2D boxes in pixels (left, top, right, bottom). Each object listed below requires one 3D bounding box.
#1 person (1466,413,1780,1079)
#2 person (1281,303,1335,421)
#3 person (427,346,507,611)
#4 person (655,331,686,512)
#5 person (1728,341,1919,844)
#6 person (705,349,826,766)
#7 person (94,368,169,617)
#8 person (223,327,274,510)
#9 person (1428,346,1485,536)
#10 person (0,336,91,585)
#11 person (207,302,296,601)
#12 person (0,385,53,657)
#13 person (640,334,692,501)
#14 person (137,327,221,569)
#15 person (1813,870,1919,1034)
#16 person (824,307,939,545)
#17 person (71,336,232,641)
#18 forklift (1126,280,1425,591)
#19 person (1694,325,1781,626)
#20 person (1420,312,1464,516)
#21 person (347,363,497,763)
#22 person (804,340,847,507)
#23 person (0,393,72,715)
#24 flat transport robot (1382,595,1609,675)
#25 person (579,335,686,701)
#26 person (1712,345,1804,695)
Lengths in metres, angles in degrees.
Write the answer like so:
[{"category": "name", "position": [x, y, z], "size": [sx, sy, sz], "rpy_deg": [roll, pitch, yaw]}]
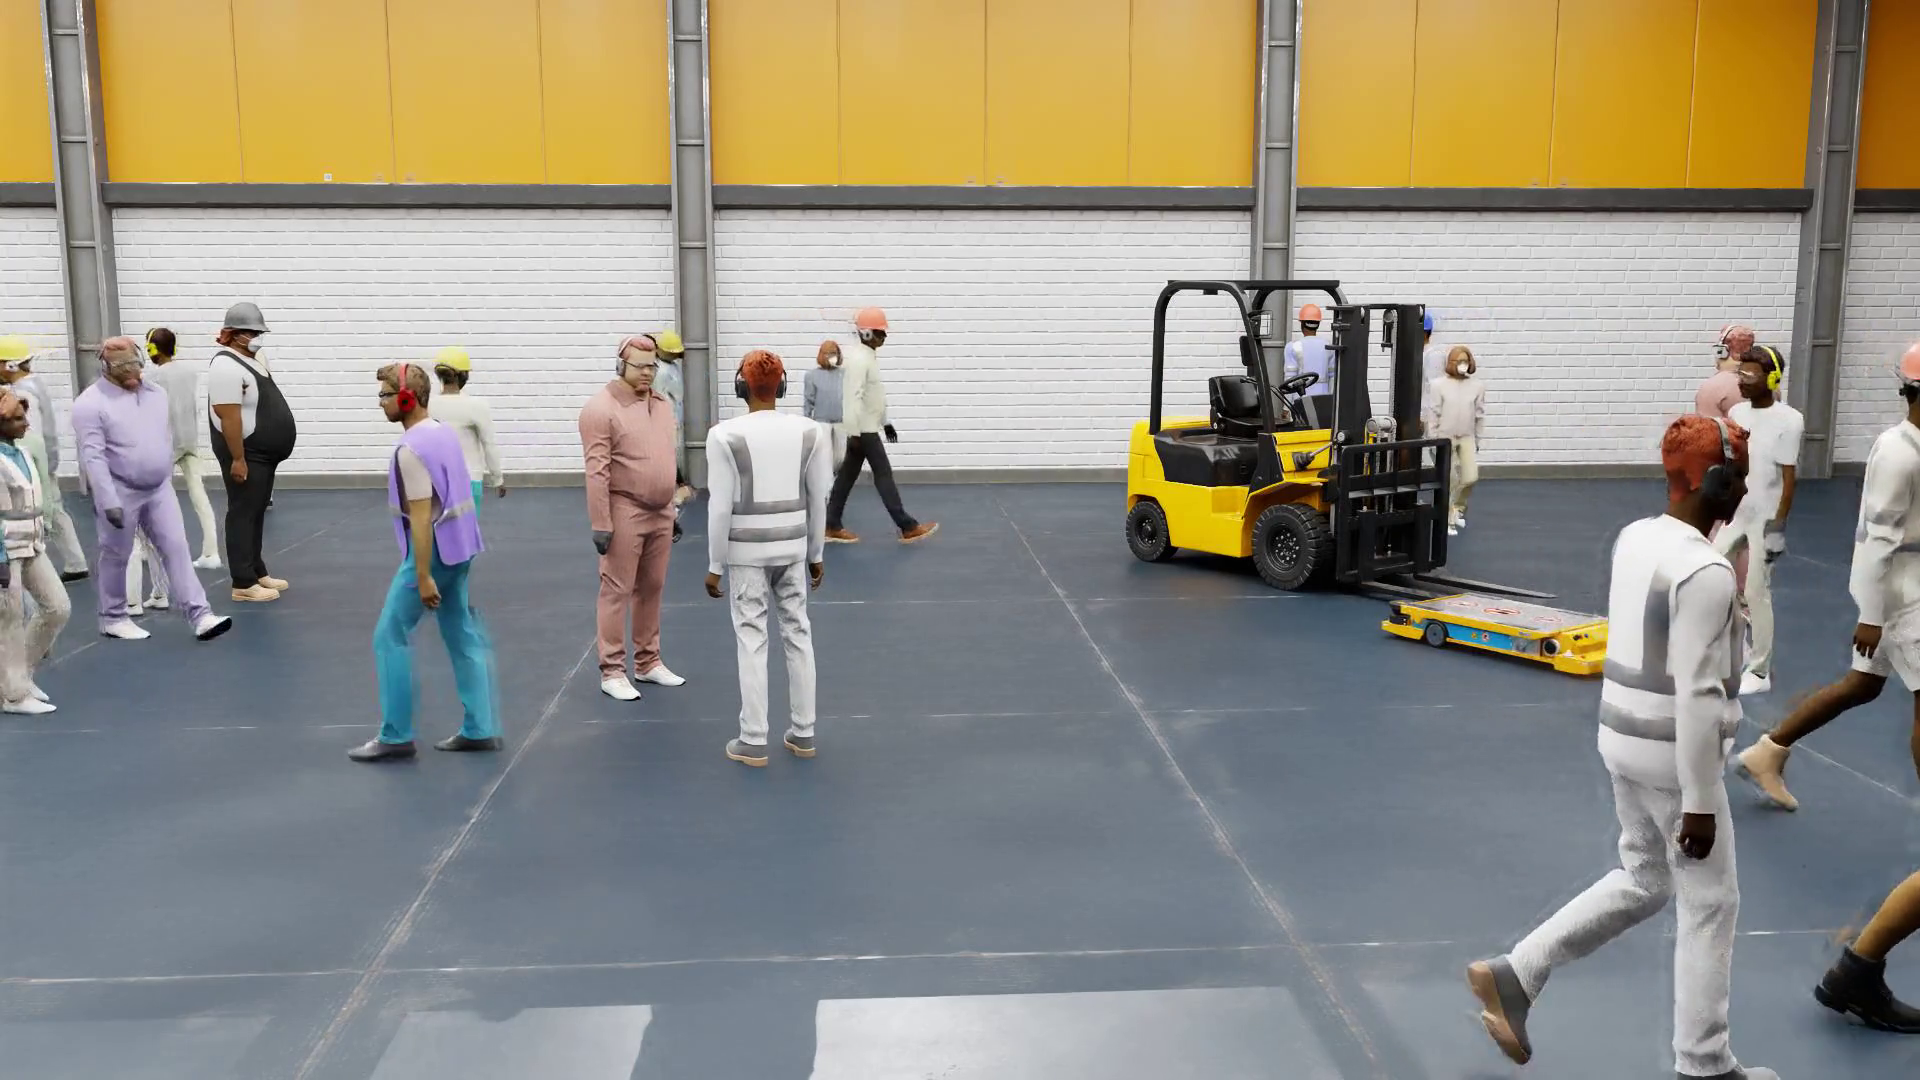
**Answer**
[{"category": "person", "position": [1.820, 0.587, 4.458], "size": [0.748, 1.861, 0.585], "rpy_deg": [0, 9, 0]}, {"category": "person", "position": [3.418, -1.351, 16.365], "size": [0.547, 1.938, 0.379], "rpy_deg": [-2, 9, -11]}, {"category": "person", "position": [-3.278, -0.395, 10.962], "size": [0.532, 1.751, 0.534], "rpy_deg": [3, 9, 16]}, {"category": "person", "position": [-2.711, -1.104, 15.555], "size": [0.385, 1.697, 0.639], "rpy_deg": [0, 9, 0]}, {"category": "person", "position": [3.598, 0.189, 6.525], "size": [1.011, 2.008, 0.624], "rpy_deg": [7, 11, 37]}, {"category": "person", "position": [-0.877, 0.080, 7.547], "size": [0.585, 1.882, 0.337], "rpy_deg": [-6, 11, -31]}, {"category": "person", "position": [-5.389, -0.317, 10.801], "size": [0.310, 1.642, 0.514], "rpy_deg": [3, 10, 19]}, {"category": "person", "position": [-6.657, -1.155, 15.471], "size": [0.403, 1.828, 0.596], "rpy_deg": [2, 9, 12]}, {"category": "person", "position": [4.228, -0.845, 14.188], "size": [0.505, 1.622, 0.378], "rpy_deg": [0, 9, -1]}, {"category": "person", "position": [-6.603, -0.527, 11.668], "size": [0.866, 1.791, 0.603], "rpy_deg": [-4, 10, -21]}, {"category": "person", "position": [-4.835, -0.613, 11.410], "size": [0.537, 2.000, 0.688], "rpy_deg": [-2, 9, -11]}, {"category": "person", "position": [-5.403, -0.084, 9.400], "size": [0.509, 1.615, 0.536], "rpy_deg": [-8, 12, -39]}, {"category": "person", "position": [-2.975, -1.173, 16.148], "size": [0.896, 1.650, 0.538], "rpy_deg": [2, 9, 15]}, {"category": "person", "position": [-6.016, -0.691, 12.601], "size": [1.007, 1.809, 0.507], "rpy_deg": [5, 10, 27]}, {"category": "person", "position": [2.995, 0.542, 4.672], "size": [1.009, 1.885, 0.551], "rpy_deg": [6, 11, 31]}, {"category": "person", "position": [-0.686, -0.924, 13.641], "size": [1.008, 1.937, 0.629], "rpy_deg": [0, 9, -1]}, {"category": "person", "position": [-4.843, -0.272, 9.866], "size": [1.002, 1.849, 0.663], "rpy_deg": [5, 10, 26]}, {"category": "forklift", "position": [2.301, -0.860, 12.475], "size": [1.214, 2.155, 2.313], "rpy_deg": [-6, 11, -35]}, {"category": "person", "position": [4.787, -0.389, 10.421], "size": [0.654, 1.906, 0.407], "rpy_deg": [-4, 10, -26]}, {"category": "person", "position": [4.138, -1.117, 15.054], "size": [1.030, 1.890, 0.631], "rpy_deg": [-2, 9, -13]}, {"category": "person", "position": [-2.506, 0.107, 7.601], "size": [0.755, 1.817, 0.595], "rpy_deg": [1, 9, 3]}, {"category": "person", "position": [-1.245, -1.118, 15.936], "size": [0.517, 1.611, 0.729], "rpy_deg": [-4, 10, -24]}, {"category": "person", "position": [-4.721, 0.079, 8.332], "size": [0.372, 1.626, 0.538], "rpy_deg": [-1, 9, -4]}, {"category": "flat transport robot", "position": [3.263, 0.526, 9.793], "size": [0.652, 0.197, 1.431], "rpy_deg": [-6, 11, -35]}, {"category": "person", "position": [-1.687, -0.123, 8.771], "size": [0.401, 1.900, 0.646], "rpy_deg": [5, 11, 31]}, {"category": "person", "position": [4.151, -0.091, 8.740], "size": [0.424, 1.852, 0.529], "rpy_deg": [-3, 9, -18]}]
